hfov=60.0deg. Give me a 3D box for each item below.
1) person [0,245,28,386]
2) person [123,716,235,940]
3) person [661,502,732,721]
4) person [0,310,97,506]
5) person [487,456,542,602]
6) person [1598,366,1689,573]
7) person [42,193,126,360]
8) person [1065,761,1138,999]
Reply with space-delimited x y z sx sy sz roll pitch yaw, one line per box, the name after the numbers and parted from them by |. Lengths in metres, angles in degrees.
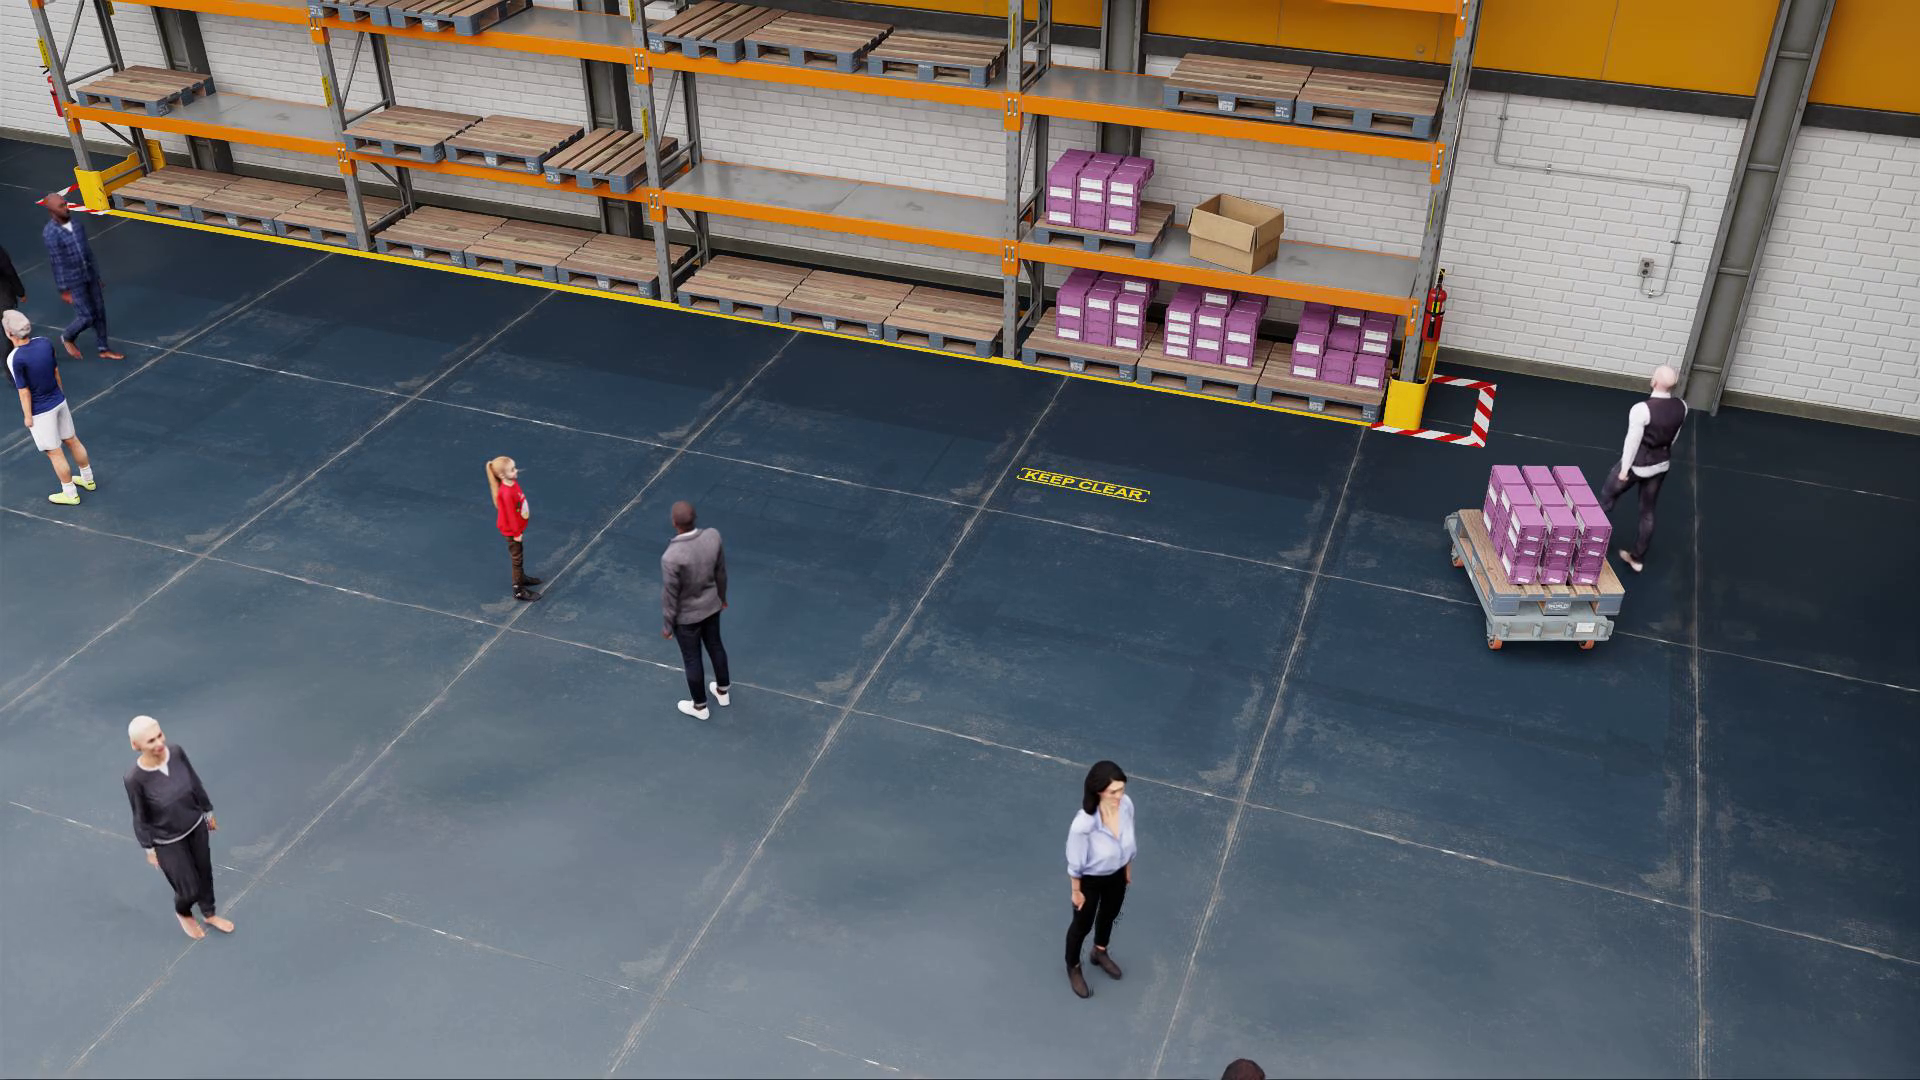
-9.549 -2.380 16.437 0.960 1.752 0.744 11 35 16 | person
-4.885 1.754 10.245 0.600 1.720 0.647 15 37 22 | person
-1.898 0.510 12.034 0.802 1.811 0.766 -28 43 -35 | person
-7.995 -1.174 14.543 0.586 1.839 0.656 7 34 11 | person
-3.609 -0.115 13.453 0.610 1.281 0.576 -6 34 -9 | person
5.644 -0.545 13.639 1.127 1.792 1.118 -9 35 -13 | person
-8.967 -2.640 16.775 0.836 1.809 0.707 7 34 11 | person
0.817 1.994 9.862 0.721 1.744 0.737 -21 39 -29 | person
